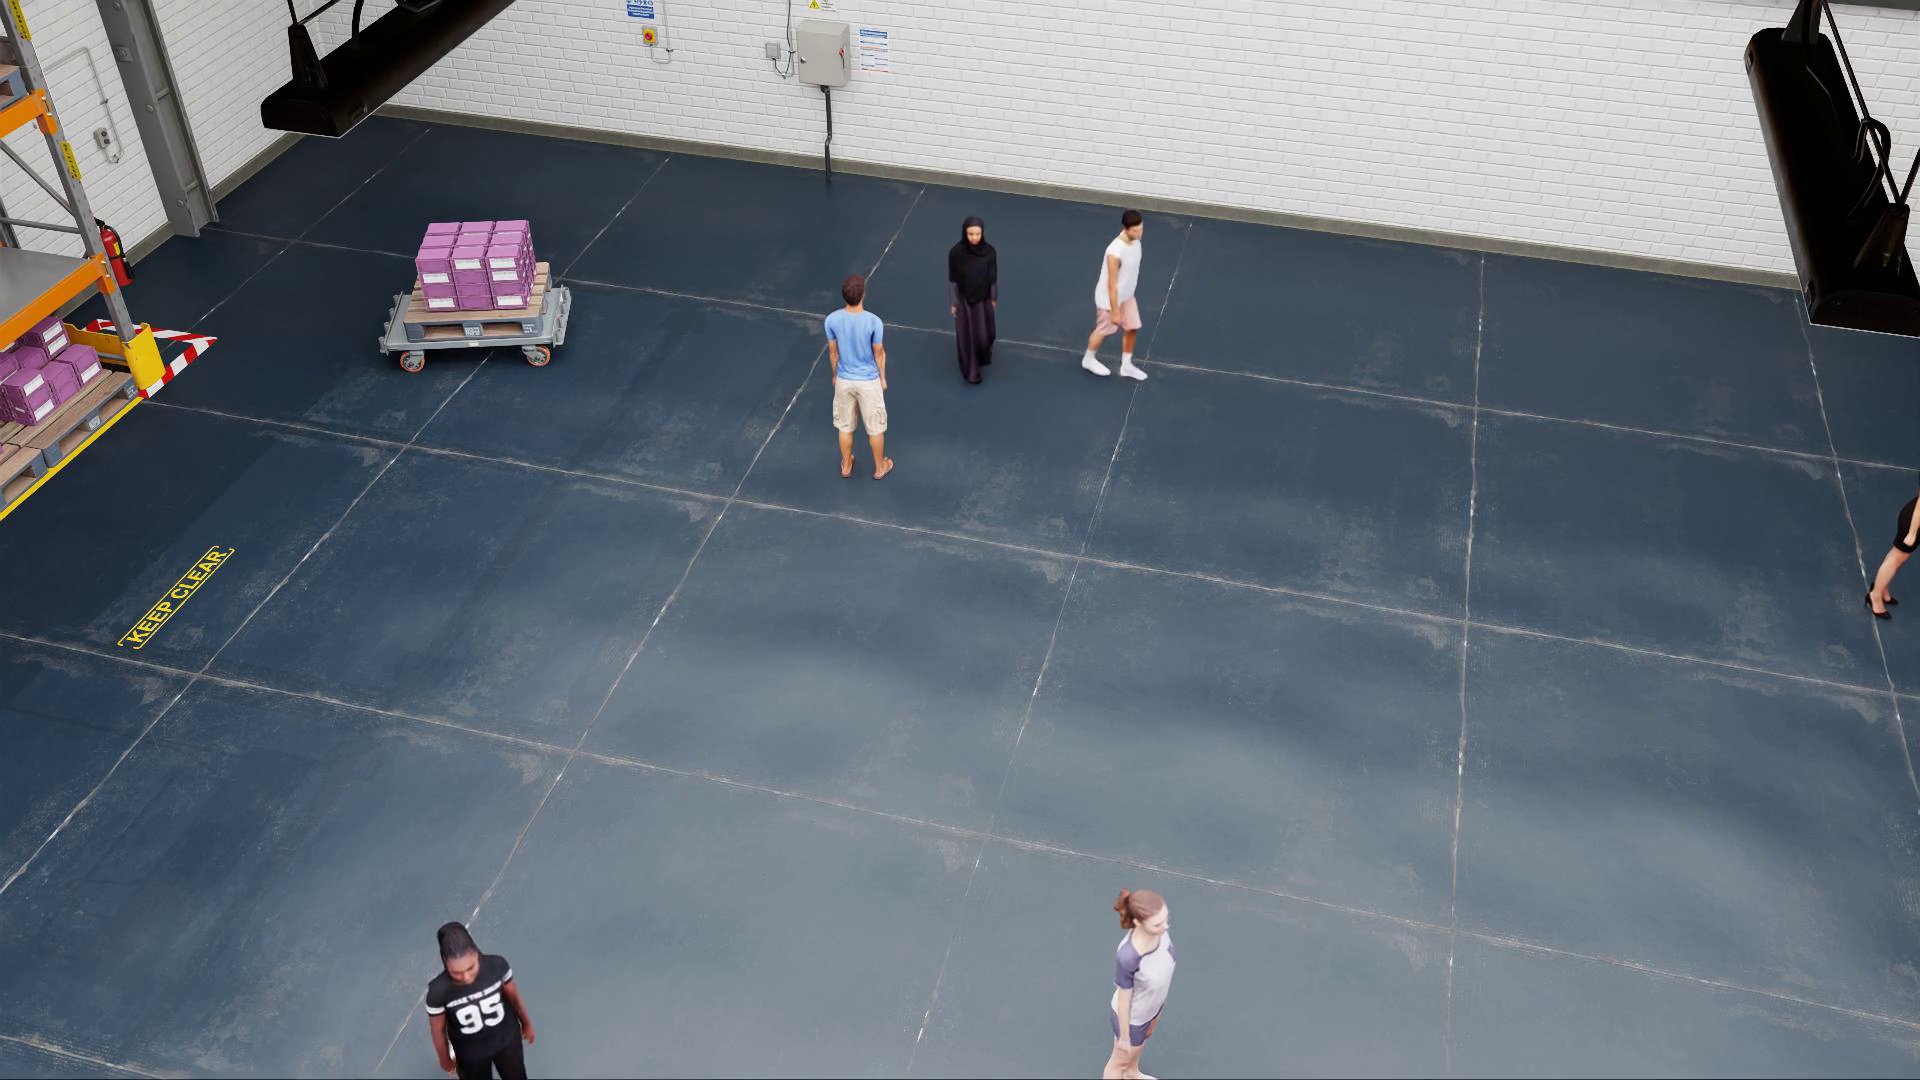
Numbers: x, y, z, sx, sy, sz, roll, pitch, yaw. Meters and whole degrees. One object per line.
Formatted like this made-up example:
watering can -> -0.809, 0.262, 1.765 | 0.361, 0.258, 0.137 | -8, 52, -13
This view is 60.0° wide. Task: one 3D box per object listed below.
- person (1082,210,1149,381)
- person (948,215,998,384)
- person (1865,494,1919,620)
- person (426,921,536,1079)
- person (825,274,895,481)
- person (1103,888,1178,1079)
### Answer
person -> 1.325, -2.202, 14.773 | 0.899, 1.736, 0.927 | 20, 43, 23
person -> 0.105, -2.204, 14.879 | 0.727, 1.606, 0.852 | -2, 39, -3
person -> 7.041, -0.139, 12.260 | 0.669, 1.648, 0.548 | 29, 47, 31
person -> -2.555, 2.583, 8.801 | 1.024, 1.711, 1.053 | -26, 46, -29
person -> -0.829, -1.316, 13.561 | 0.671, 1.863, 0.588 | 6, 39, 7
person -> 0.952, 2.476, 8.890 | 0.696, 1.767, 0.588 | 21, 43, 25
